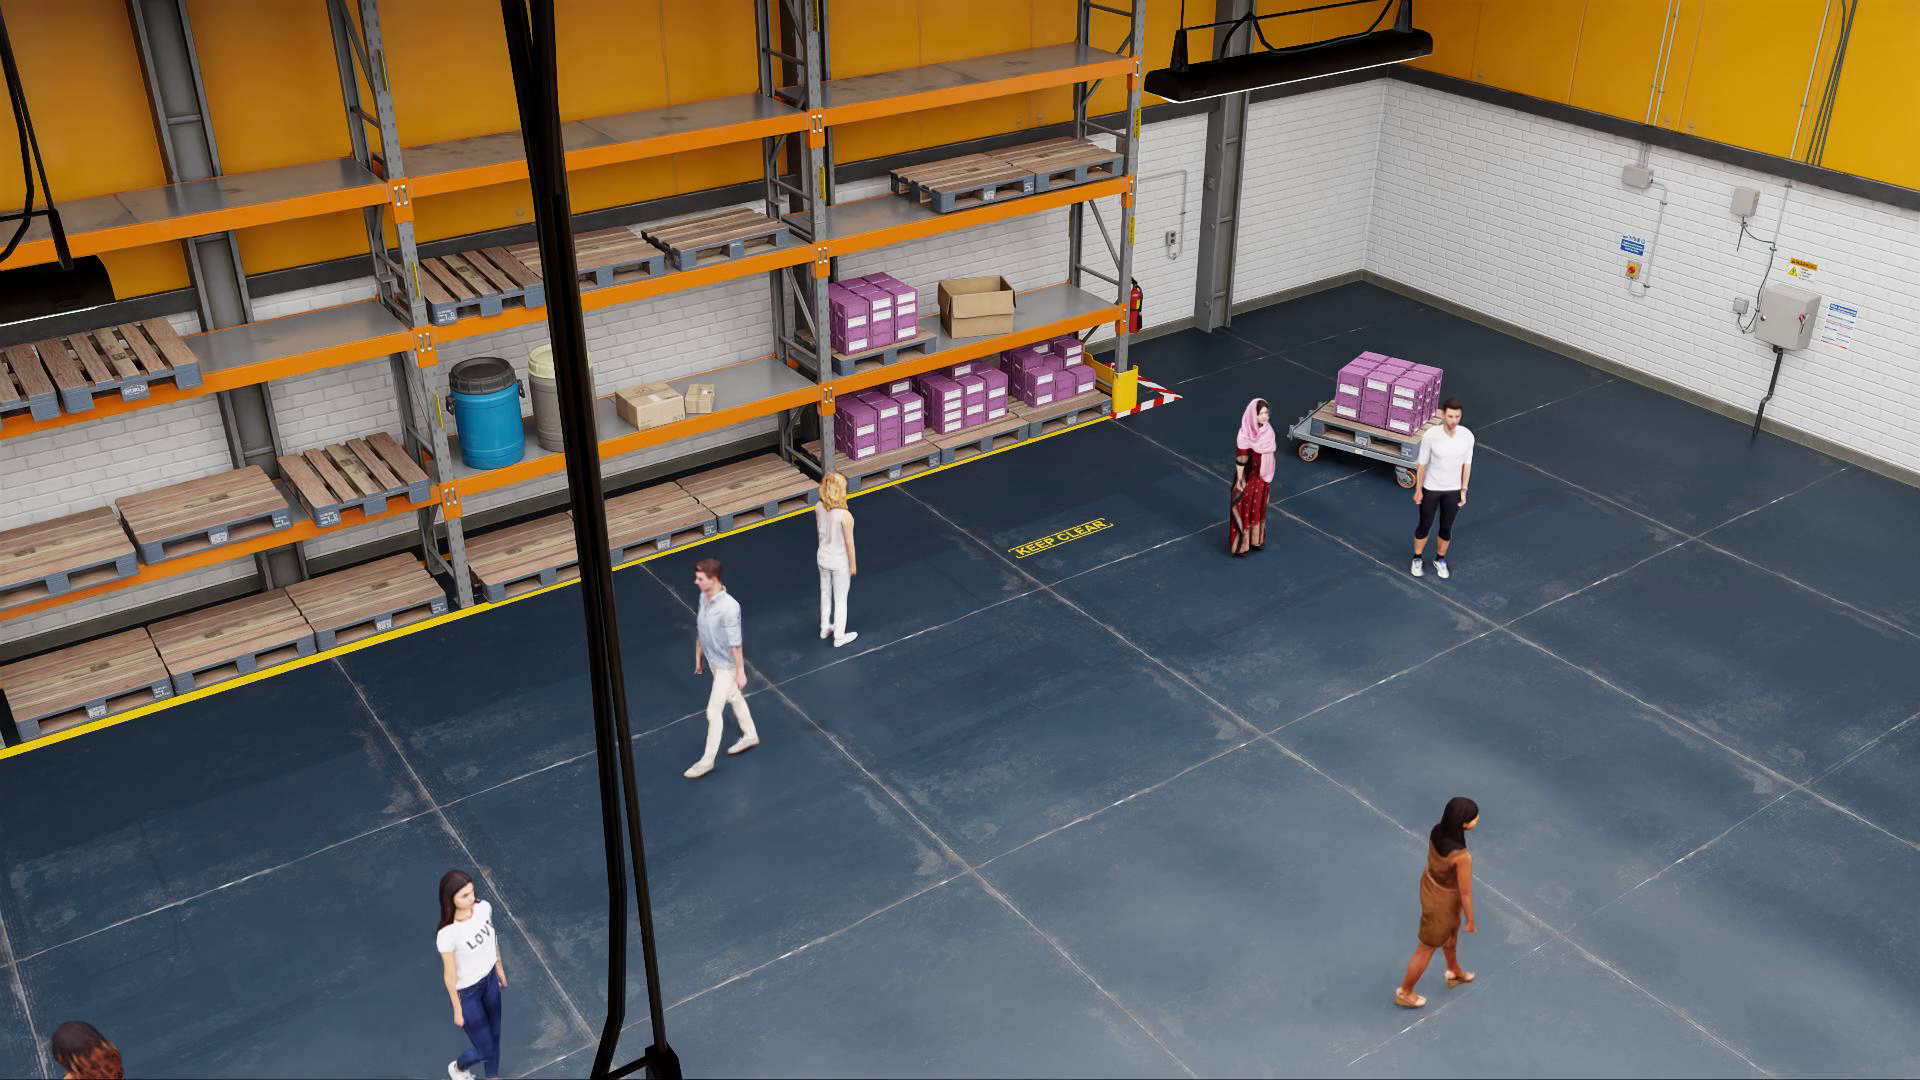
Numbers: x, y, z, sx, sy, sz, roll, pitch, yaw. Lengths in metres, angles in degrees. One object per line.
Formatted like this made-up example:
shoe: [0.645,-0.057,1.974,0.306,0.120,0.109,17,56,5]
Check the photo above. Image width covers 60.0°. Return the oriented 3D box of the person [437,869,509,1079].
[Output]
person: [-2.998,2.711,10.041,0.831,1.767,0.778,11,30,19]

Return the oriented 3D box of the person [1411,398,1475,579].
person: [4.596,-0.513,15.867,0.708,1.848,0.798,1,29,2]

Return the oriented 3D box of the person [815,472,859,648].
person: [-1.134,0.156,14.824,0.639,1.671,0.630,21,35,33]

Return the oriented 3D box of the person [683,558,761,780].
person: [-1.800,0.944,13.225,0.976,1.820,0.655,-20,34,-32]

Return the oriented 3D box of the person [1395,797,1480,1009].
person: [3.035,2.372,10.766,0.933,1.666,0.794,-4,29,-8]

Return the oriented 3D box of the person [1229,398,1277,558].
person: [2.862,-0.631,16.303,0.525,1.637,0.710,-19,34,-31]

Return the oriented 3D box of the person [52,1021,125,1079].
person: [-4.612,3.267,9.066,0.798,1.724,0.779,0,29,0]
